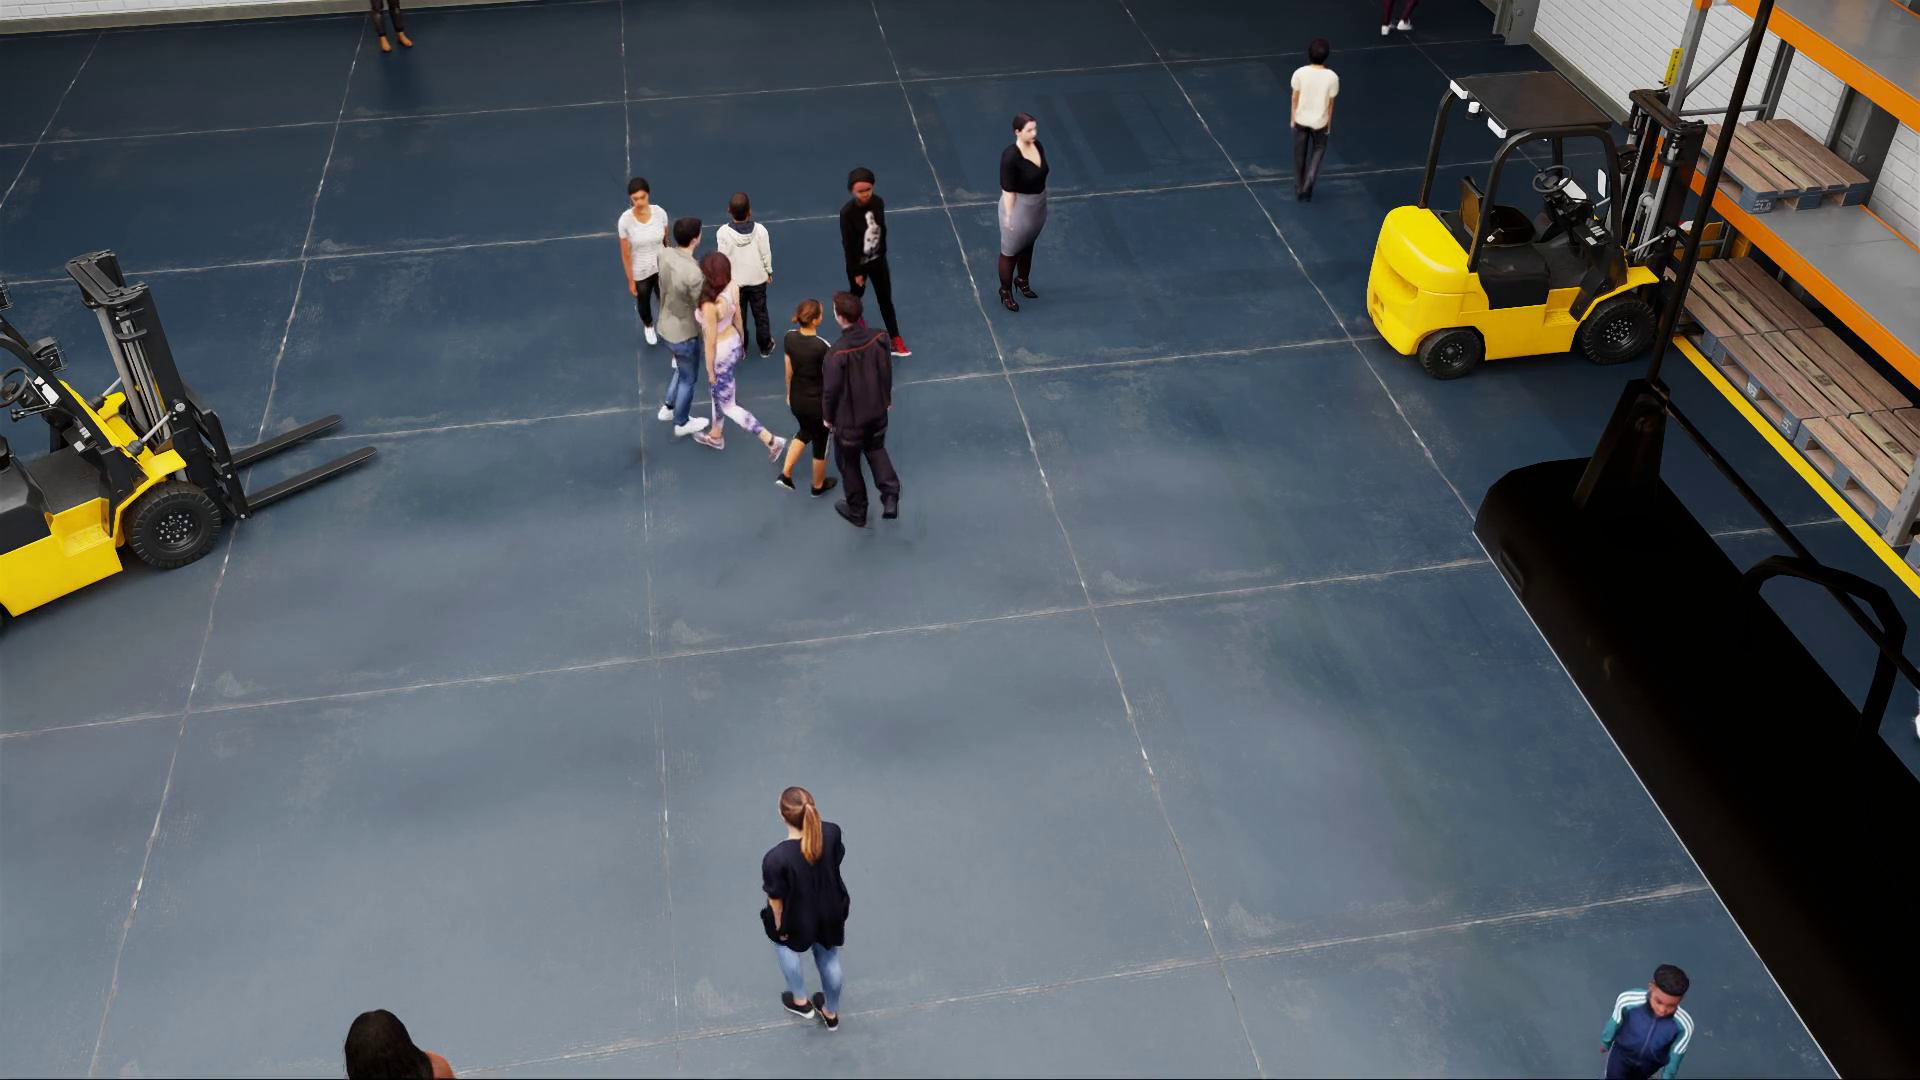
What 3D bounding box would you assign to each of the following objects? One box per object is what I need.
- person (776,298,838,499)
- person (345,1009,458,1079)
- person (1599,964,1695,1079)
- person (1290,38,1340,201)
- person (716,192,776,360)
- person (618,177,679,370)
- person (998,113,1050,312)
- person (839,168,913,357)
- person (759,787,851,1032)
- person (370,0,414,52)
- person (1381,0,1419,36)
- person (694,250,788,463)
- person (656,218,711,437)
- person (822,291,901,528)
[{"bbox_3d":[-1.103,-0.953,11.894,0.819,1.657,0.873,23,44,26],"label":"person"},{"bbox_3d":[-2.367,2.661,7.241,0.757,1.815,0.734,-19,43,-23],"label":"person"},{"bbox_3d":[3.296,2.424,8.011,0.839,1.226,0.958,19,42,22],"label":"person"},{"bbox_3d":[3.302,-3.916,15.666,0.702,1.579,0.721,10,40,13],"label":"person"},{"bbox_3d":[-1.743,-2.143,13.547,0.602,1.454,0.536,-3,39,-3],"label":"person"},{"bbox_3d":[-2.556,-2.214,13.525,0.733,1.593,1.125,-15,41,-18],"label":"person"},{"bbox_3d":[0.512,-2.804,14.129,0.828,1.760,0.776,26,45,28],"label":"person"},{"bbox_3d":[-0.823,-2.316,13.611,0.833,1.643,1.092,-21,43,-24],"label":"person"},{"bbox_3d":[-0.706,1.908,8.299,0.727,1.673,0.770,-18,42,-22],"label":"person"},{"bbox_3d":[-6.528,-6.366,18.622,0.730,1.720,0.727,-28,46,-30],"label":"person"},{"bbox_3d":[5.029,-6.600,18.879,0.765,1.764,0.832,27,46,29],"label":"person"},{"bbox_3d":[-1.662,-1.310,12.271,1.047,1.744,1.115,15,41,18],"label":"person"},{"bbox_3d":[-2.165,-1.533,12.475,0.922,1.838,0.817,-30,48,-32],"label":"person"},{"bbox_3d":[-0.657,-0.843,11.567,0.893,1.893,0.988,-22,44,-25],"label":"person"}]
